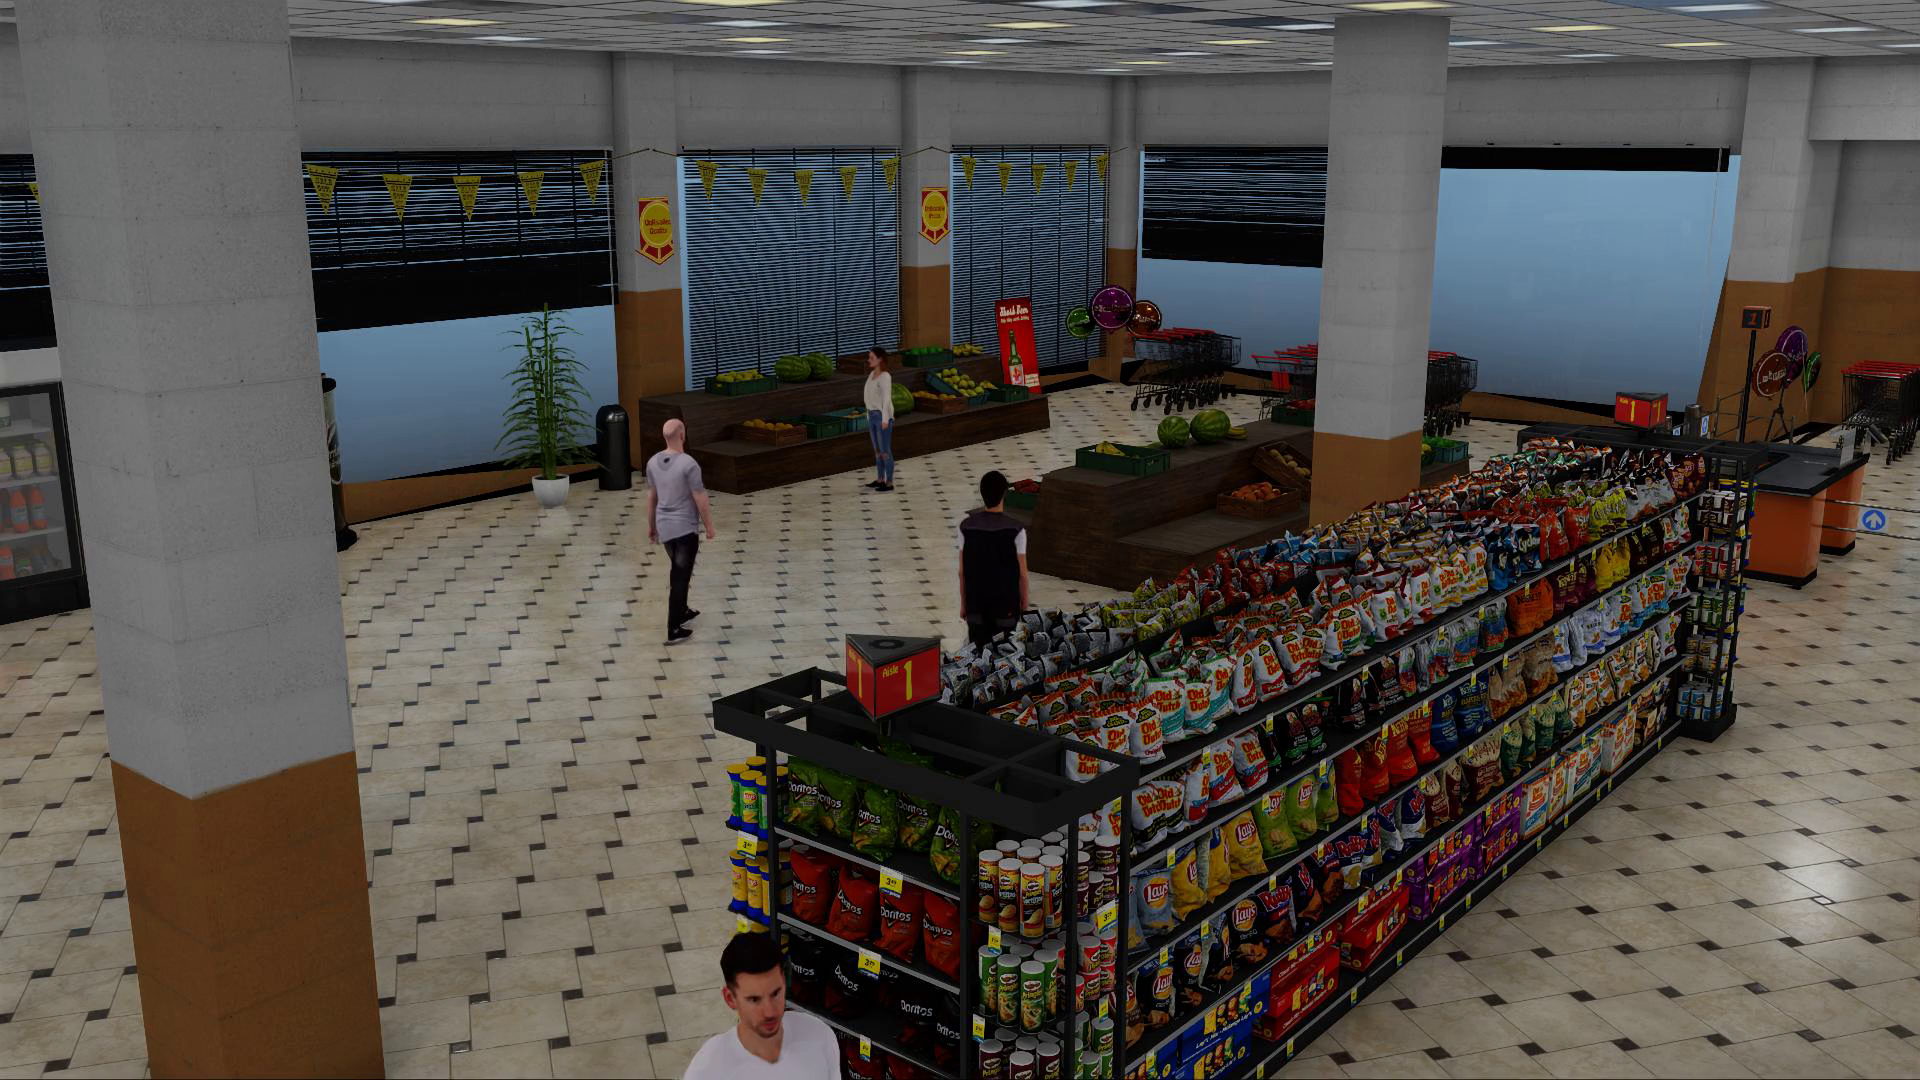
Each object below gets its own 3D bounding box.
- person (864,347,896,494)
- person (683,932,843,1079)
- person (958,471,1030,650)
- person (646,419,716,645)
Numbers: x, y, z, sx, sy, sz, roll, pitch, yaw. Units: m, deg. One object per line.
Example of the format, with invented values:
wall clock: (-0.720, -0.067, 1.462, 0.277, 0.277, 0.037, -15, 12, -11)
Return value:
person: (-0.921, -1.393, 19.274, 0.688, 1.692, 0.701, -7, 15, -25)
person: (-0.576, 2.004, 4.976, 1.068, 1.831, 0.908, -9, 16, -33)
person: (0.198, 0.462, 11.318, 0.832, 1.838, 0.917, 3, 14, 12)
person: (-2.341, -0.055, 13.497, 0.747, 1.816, 0.922, 8, 16, 31)
